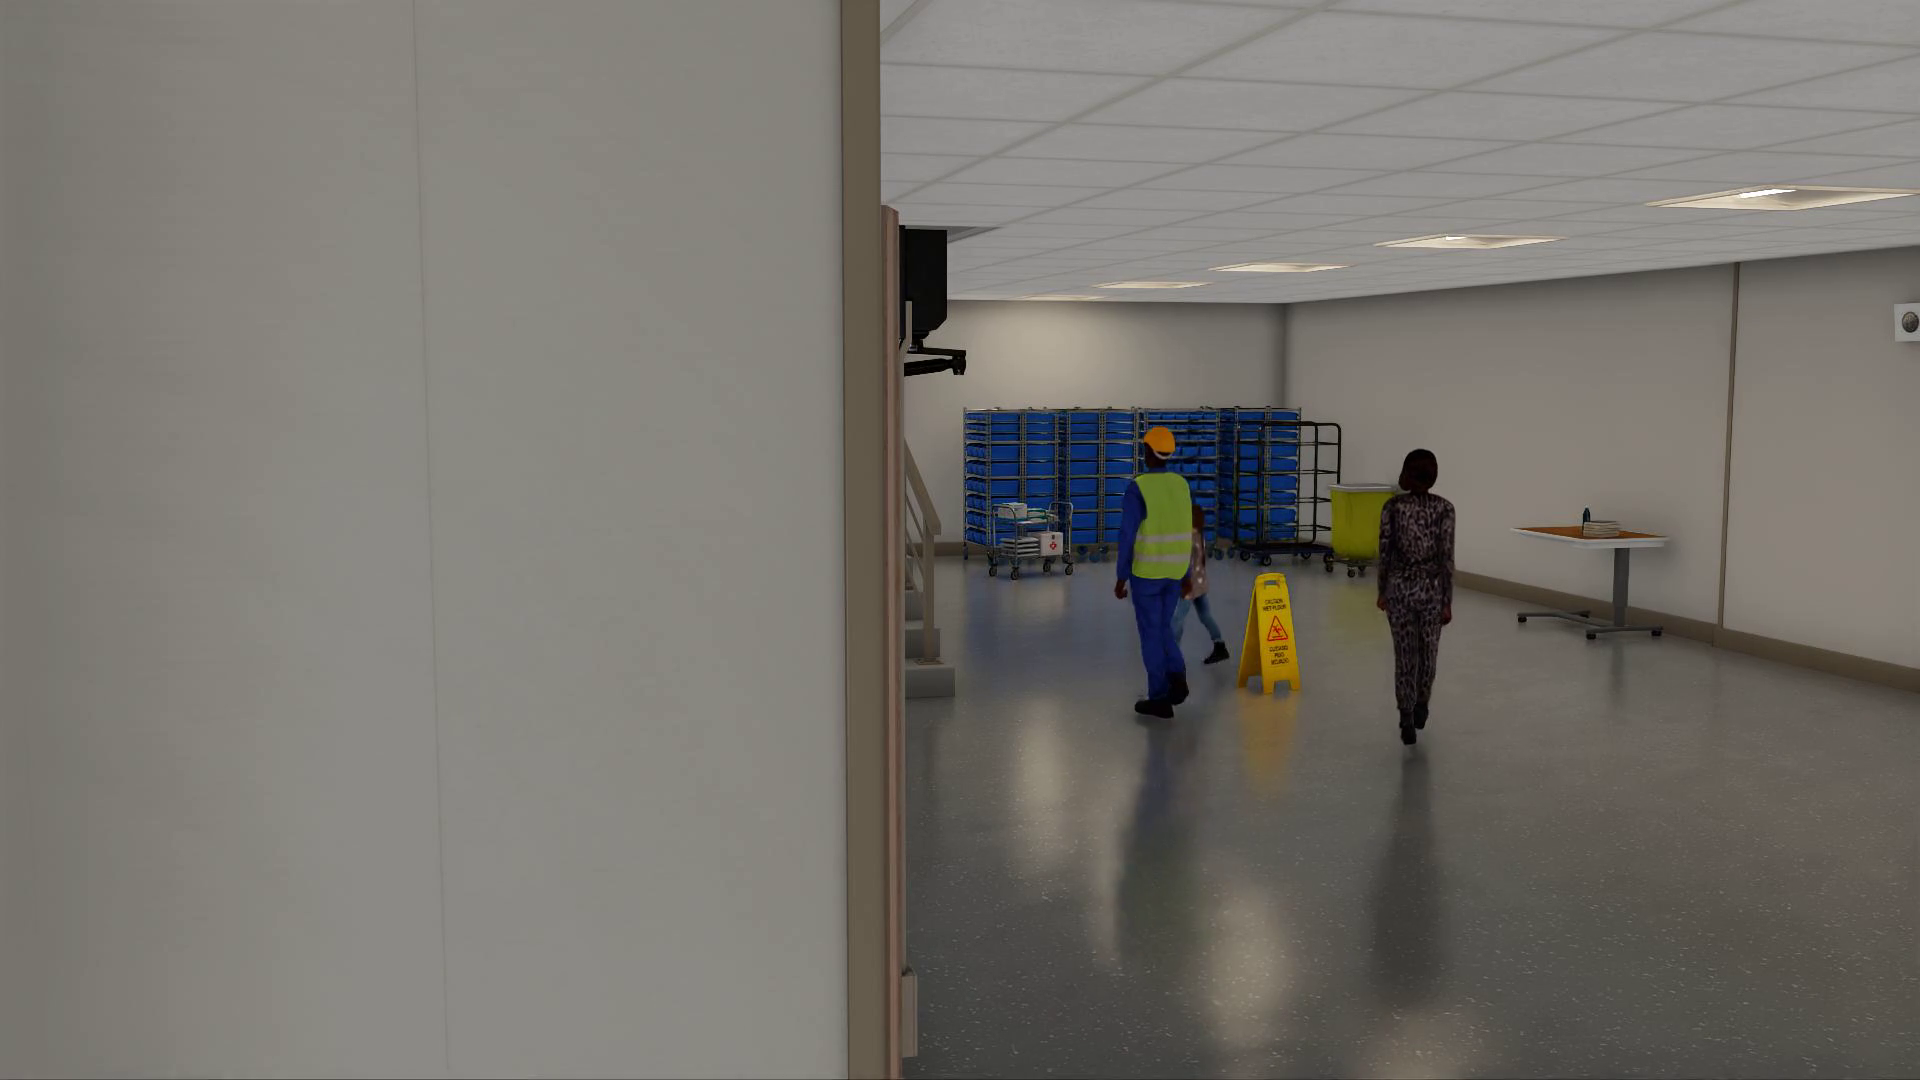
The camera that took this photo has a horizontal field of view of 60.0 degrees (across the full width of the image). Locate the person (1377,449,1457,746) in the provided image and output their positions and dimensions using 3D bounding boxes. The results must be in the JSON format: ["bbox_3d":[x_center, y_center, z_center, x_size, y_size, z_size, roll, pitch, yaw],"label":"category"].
[{"bbox_3d":[2.573,0.361,9.437,0.978,1.670,1.195,2,6,17],"label":"person"}]

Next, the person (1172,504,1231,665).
[{"bbox_3d":[1.755,0.338,12.130,0.872,1.177,0.799,4,7,32],"label":"person"}]

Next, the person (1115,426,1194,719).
[{"bbox_3d":[1.261,0.210,10.264,0.758,1.804,0.773,-4,7,-34],"label":"person"}]
